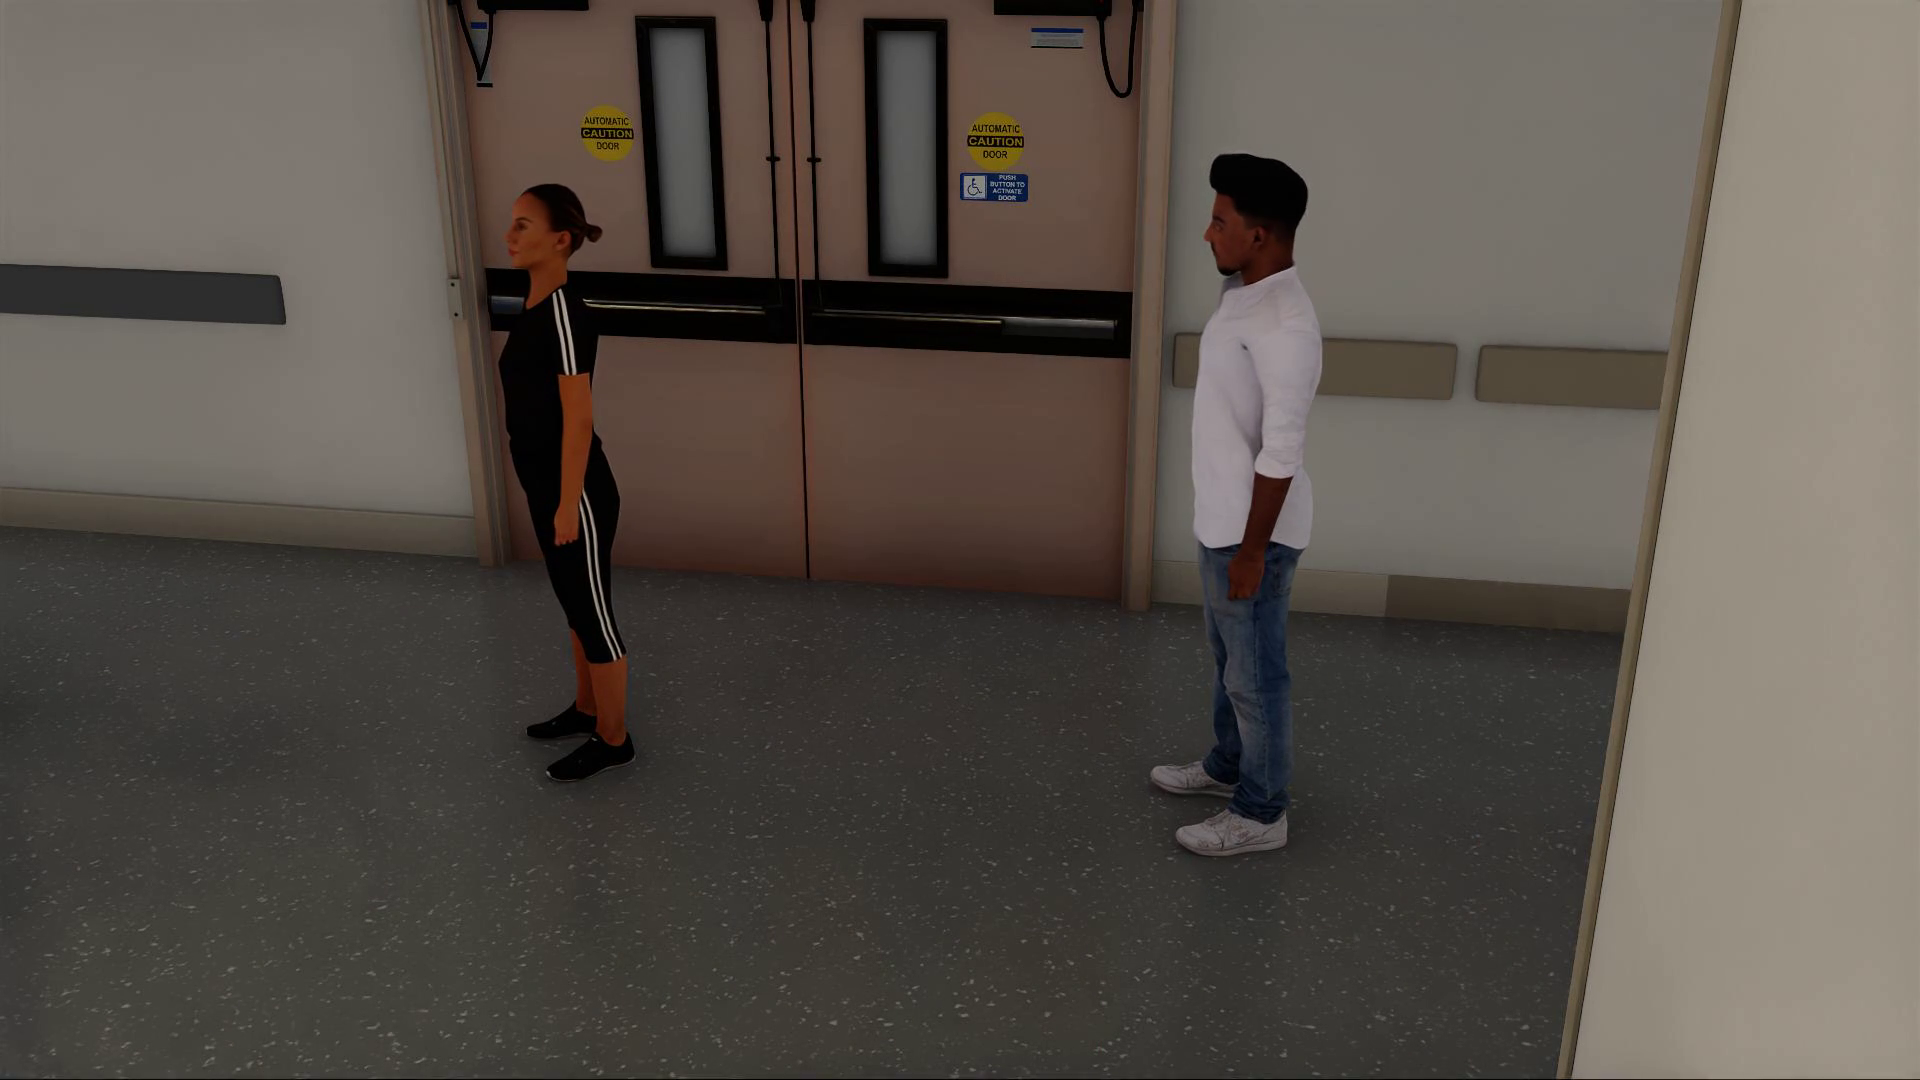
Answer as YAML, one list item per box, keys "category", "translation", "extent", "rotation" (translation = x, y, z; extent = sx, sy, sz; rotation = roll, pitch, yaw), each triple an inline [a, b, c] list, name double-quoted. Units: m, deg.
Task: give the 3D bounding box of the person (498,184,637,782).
- category: "person"
  translation: [-1.093, -0.155, 4.638]
  extent: [0.701, 1.667, 0.672]
  rotation: [-9, 23, -23]

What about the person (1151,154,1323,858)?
- category: "person"
  translation: [0.743, -0.075, 4.236]
  extent: [0.639, 1.801, 0.685]
  rotation: [0, 21, -1]
